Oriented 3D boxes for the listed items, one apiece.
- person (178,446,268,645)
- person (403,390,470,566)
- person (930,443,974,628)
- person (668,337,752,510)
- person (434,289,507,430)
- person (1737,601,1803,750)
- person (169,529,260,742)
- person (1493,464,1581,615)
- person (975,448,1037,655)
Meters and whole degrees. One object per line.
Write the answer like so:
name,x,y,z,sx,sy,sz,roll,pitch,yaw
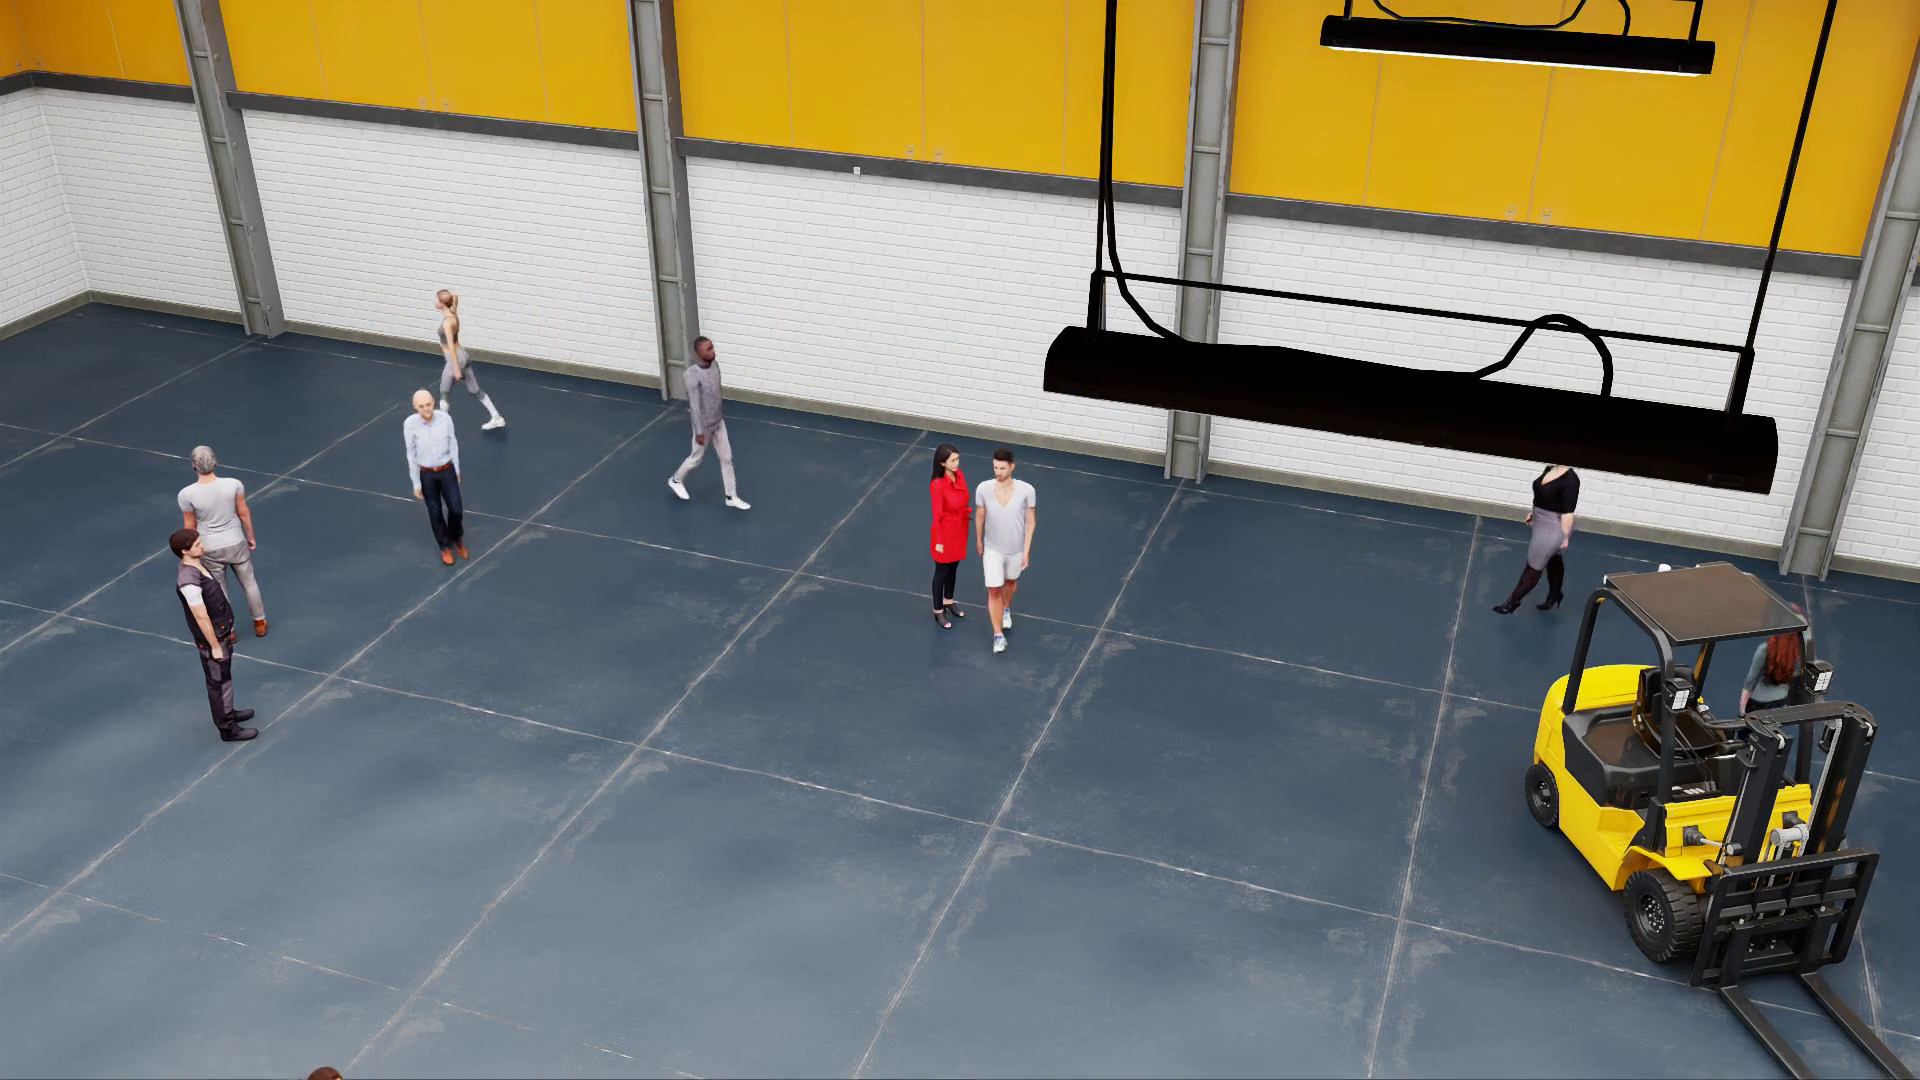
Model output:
person,-6.388,0.046,14.417,0.758,1.824,0.788,-16,32,-27
person,-4.964,-0.622,15.694,0.750,1.775,0.808,-13,31,-23
person,-0.098,-0.056,14.684,0.672,1.748,0.674,17,33,28
person,-2.616,-1.177,16.675,1.212,1.810,0.806,15,32,25
person,-5.409,-1.911,18.182,1.226,1.655,0.908,-1,29,-2
person,5.977,1.266,12.282,1.002,1.727,0.973,-7,29,-12
person,-5.930,0.735,13.129,0.794,1.849,0.737,-12,31,-21
person,5.353,-0.103,14.783,1.027,1.736,0.866,-1,29,-1
person,0.405,-0.001,14.521,1.109,1.808,0.969,0,29,1
